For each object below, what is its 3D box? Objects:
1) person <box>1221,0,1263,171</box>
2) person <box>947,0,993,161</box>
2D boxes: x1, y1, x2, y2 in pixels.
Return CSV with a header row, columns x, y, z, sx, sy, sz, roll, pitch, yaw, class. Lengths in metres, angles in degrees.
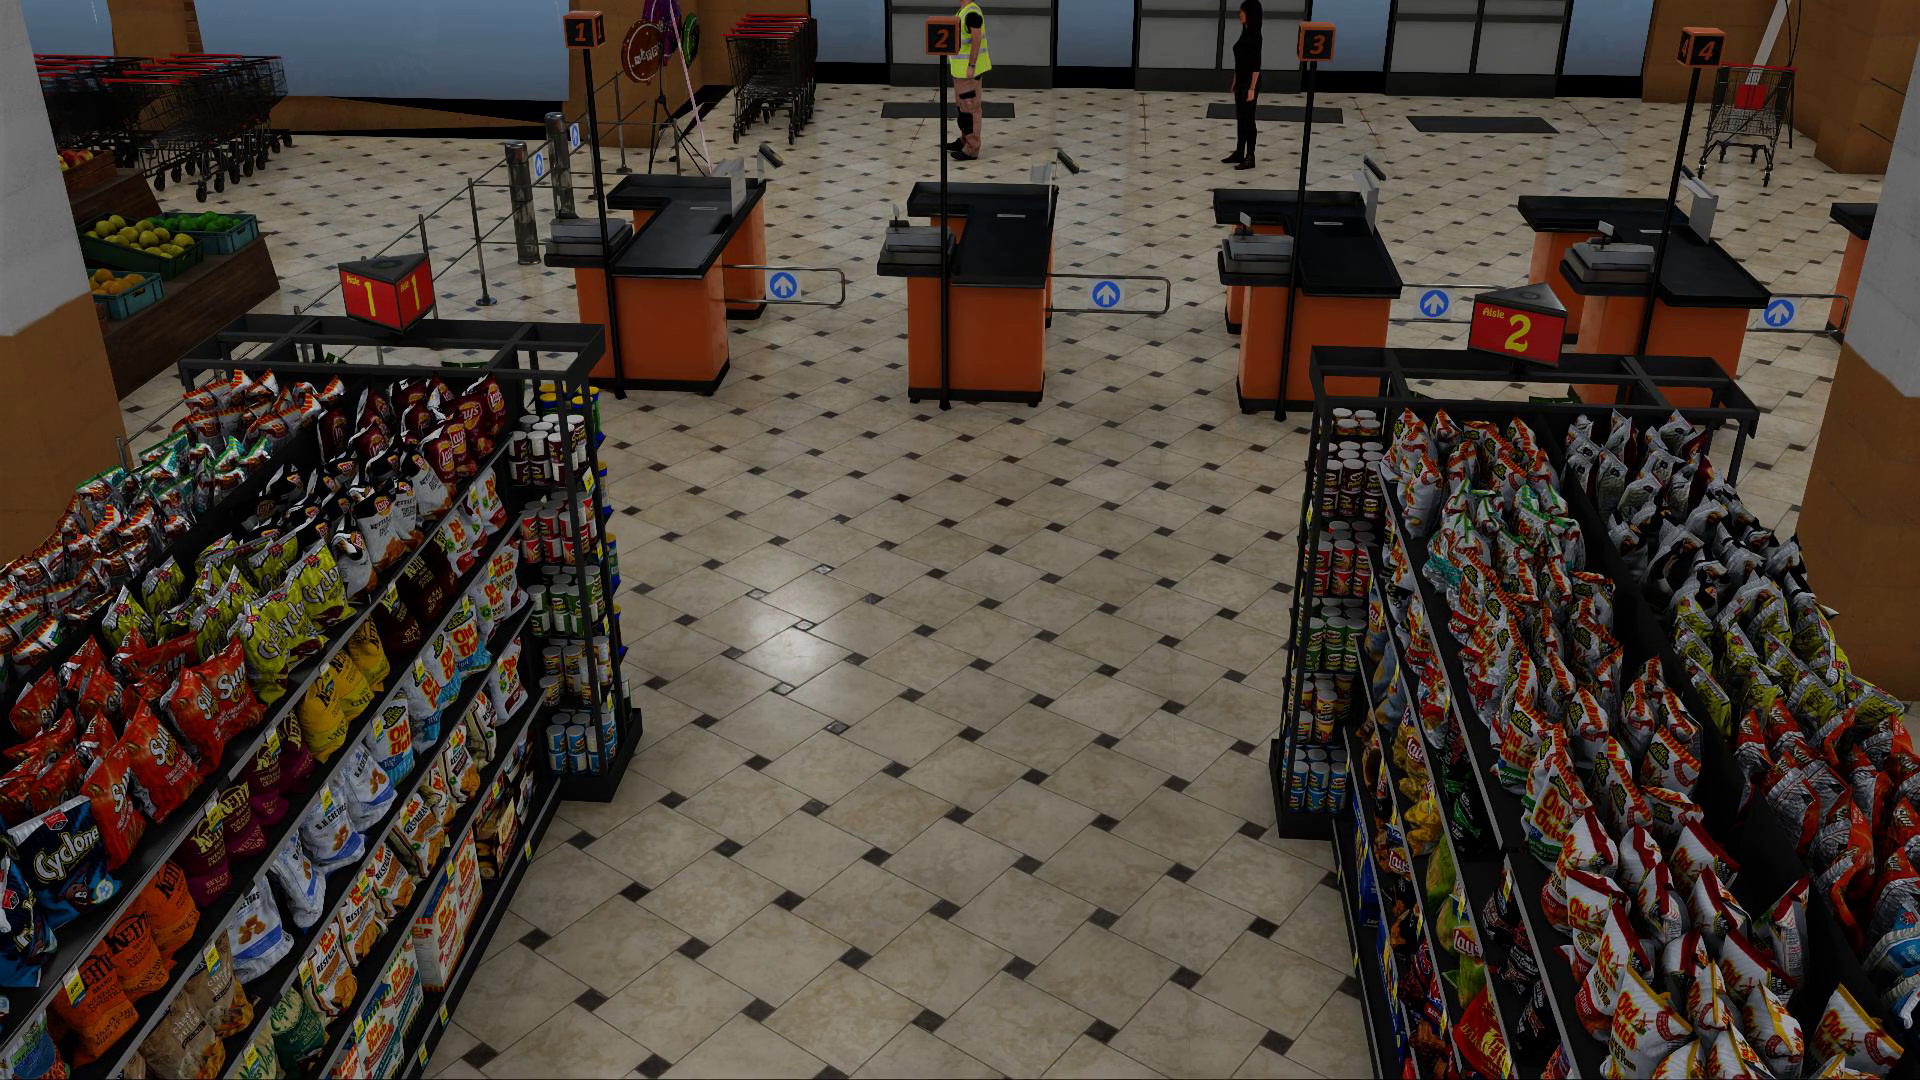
x,y,z,sx,sy,sz,roll,pitch,yaw,class
2.886,-4.574,16.679,0.708,1.642,0.562,-8,28,-15,person
0.062,-4.841,16.980,0.839,1.846,0.738,-4,27,-9,person
